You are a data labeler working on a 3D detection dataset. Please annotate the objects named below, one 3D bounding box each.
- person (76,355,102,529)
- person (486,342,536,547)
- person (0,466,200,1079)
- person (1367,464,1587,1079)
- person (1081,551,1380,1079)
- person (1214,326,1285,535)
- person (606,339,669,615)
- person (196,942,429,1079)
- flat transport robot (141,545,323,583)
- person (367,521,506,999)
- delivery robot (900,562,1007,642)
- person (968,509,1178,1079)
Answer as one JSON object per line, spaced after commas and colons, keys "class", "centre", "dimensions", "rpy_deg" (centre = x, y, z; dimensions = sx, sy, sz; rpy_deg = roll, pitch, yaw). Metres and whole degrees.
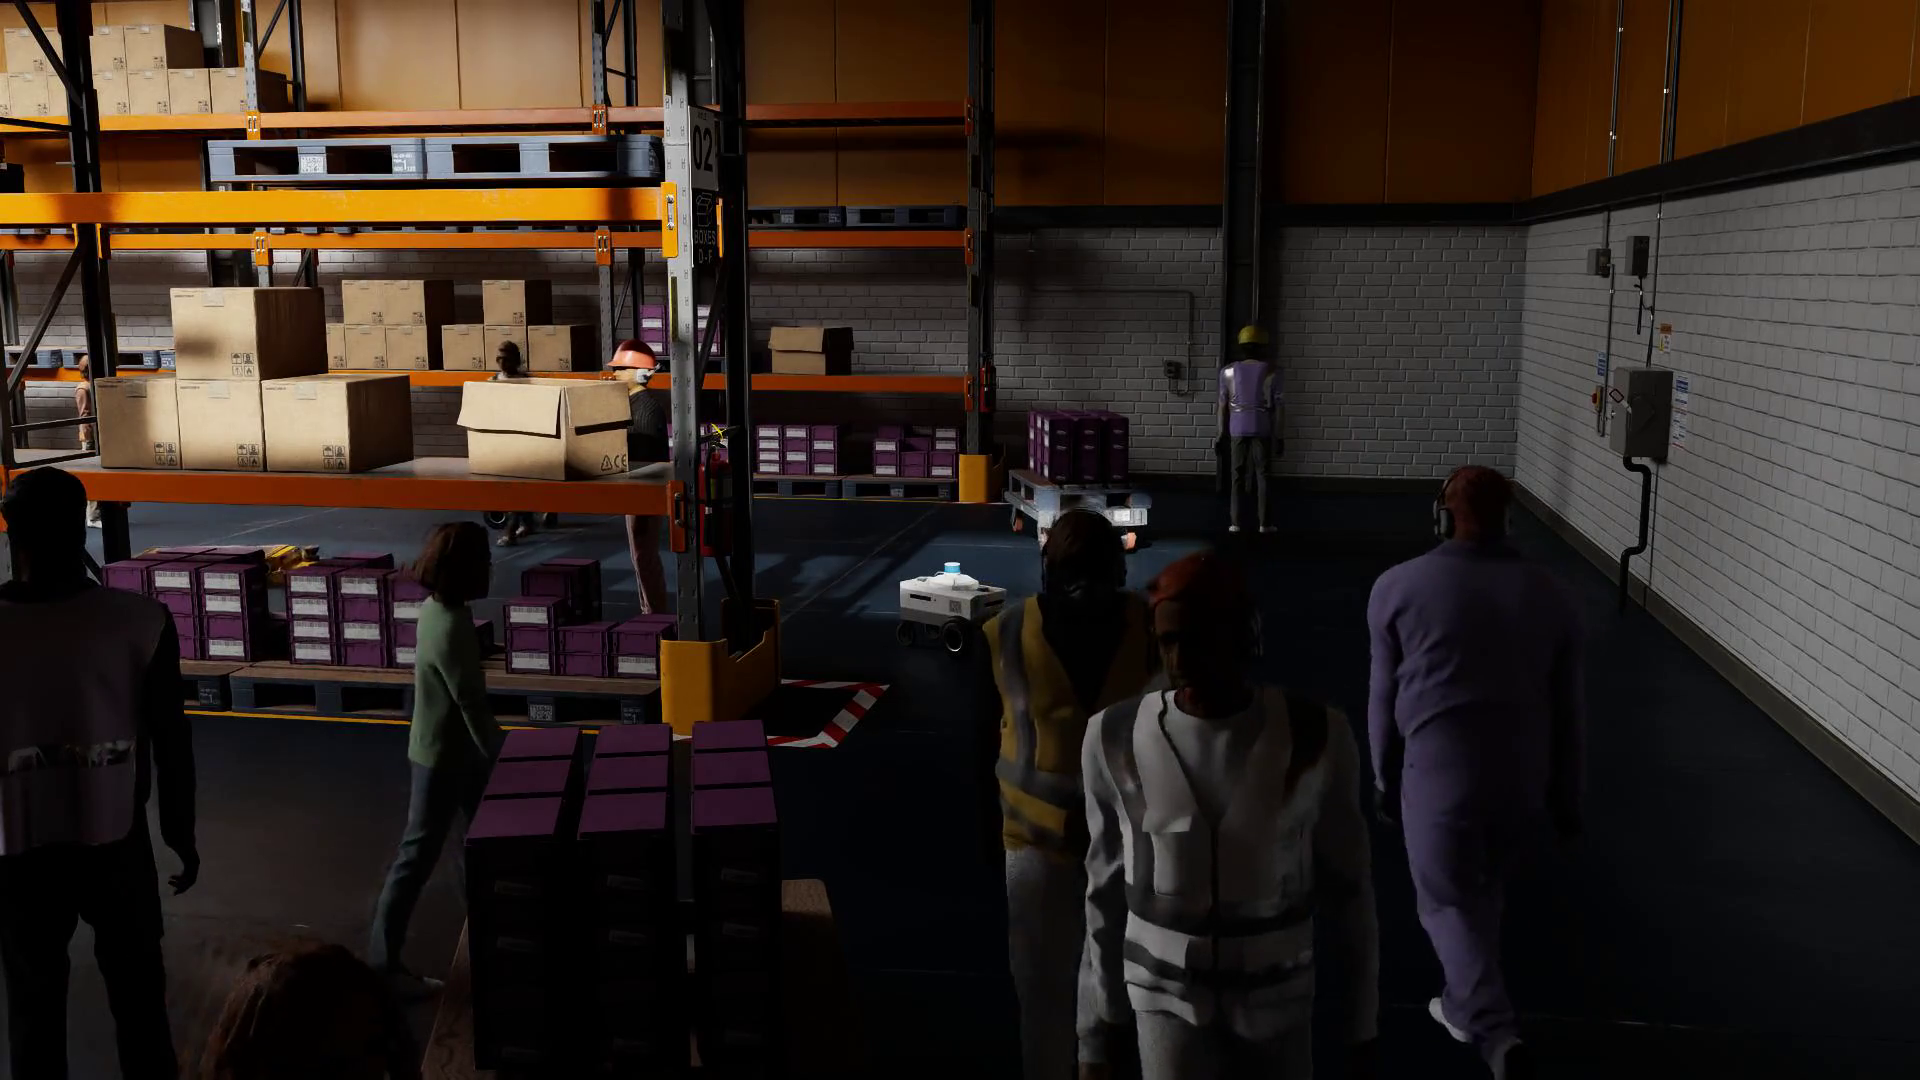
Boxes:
{"class": "person", "centre": [-8.138, -0.930, 15.696], "dimensions": [0.306, 1.639, 0.524], "rpy_deg": [-1, 9, -6]}
{"class": "person", "centre": [-4.005, -0.873, 14.869], "dimensions": [0.525, 1.802, 0.901], "rpy_deg": [2, 9, 9]}
{"class": "person", "centre": [-2.288, 0.771, 4.285], "dimensions": [0.597, 1.915, 0.370], "rpy_deg": [-3, 10, -20]}
{"class": "person", "centre": [1.541, 0.717, 4.862], "dimensions": [0.631, 1.848, 0.867], "rpy_deg": [-1, 9, -6]}
{"class": "person", "centre": [0.560, 0.926, 3.499], "dimensions": [0.605, 1.864, 0.804], "rpy_deg": [2, 9, 11]}
{"class": "person", "centre": [2.682, -1.003, 15.324], "dimensions": [0.645, 1.916, 0.390], "rpy_deg": [2, 9, 13]}
{"class": "person", "centre": [-1.983, -0.239, 10.305], "dimensions": [0.373, 1.996, 0.621], "rpy_deg": [-3, 9, -15]}
{"class": "person", "centre": [-0.845, 1.269, 2.186], "dimensions": [0.835, 1.599, 0.499], "rpy_deg": [4, 10, 21]}
{"class": "flat transport robot", "centre": [-5.804, 0.189, 12.989], "dimensions": [1.431, 0.197, 0.652], "rpy_deg": [-1, 9, -6]}
{"class": "person", "centre": [-1.613, 0.727, 5.551], "dimensions": [0.847, 1.585, 0.499], "rpy_deg": [-3, 10, -18]}
{"class": "delivery robot", "centre": [-0.050, 0.386, 10.593], "dimensions": [0.707, 0.478, 0.477], "rpy_deg": [8, 12, 41]}
{"class": "person", "centre": [0.344, 0.806, 4.460], "dimensions": [0.634, 1.797, 0.944], "rpy_deg": [0, 9, -1]}
